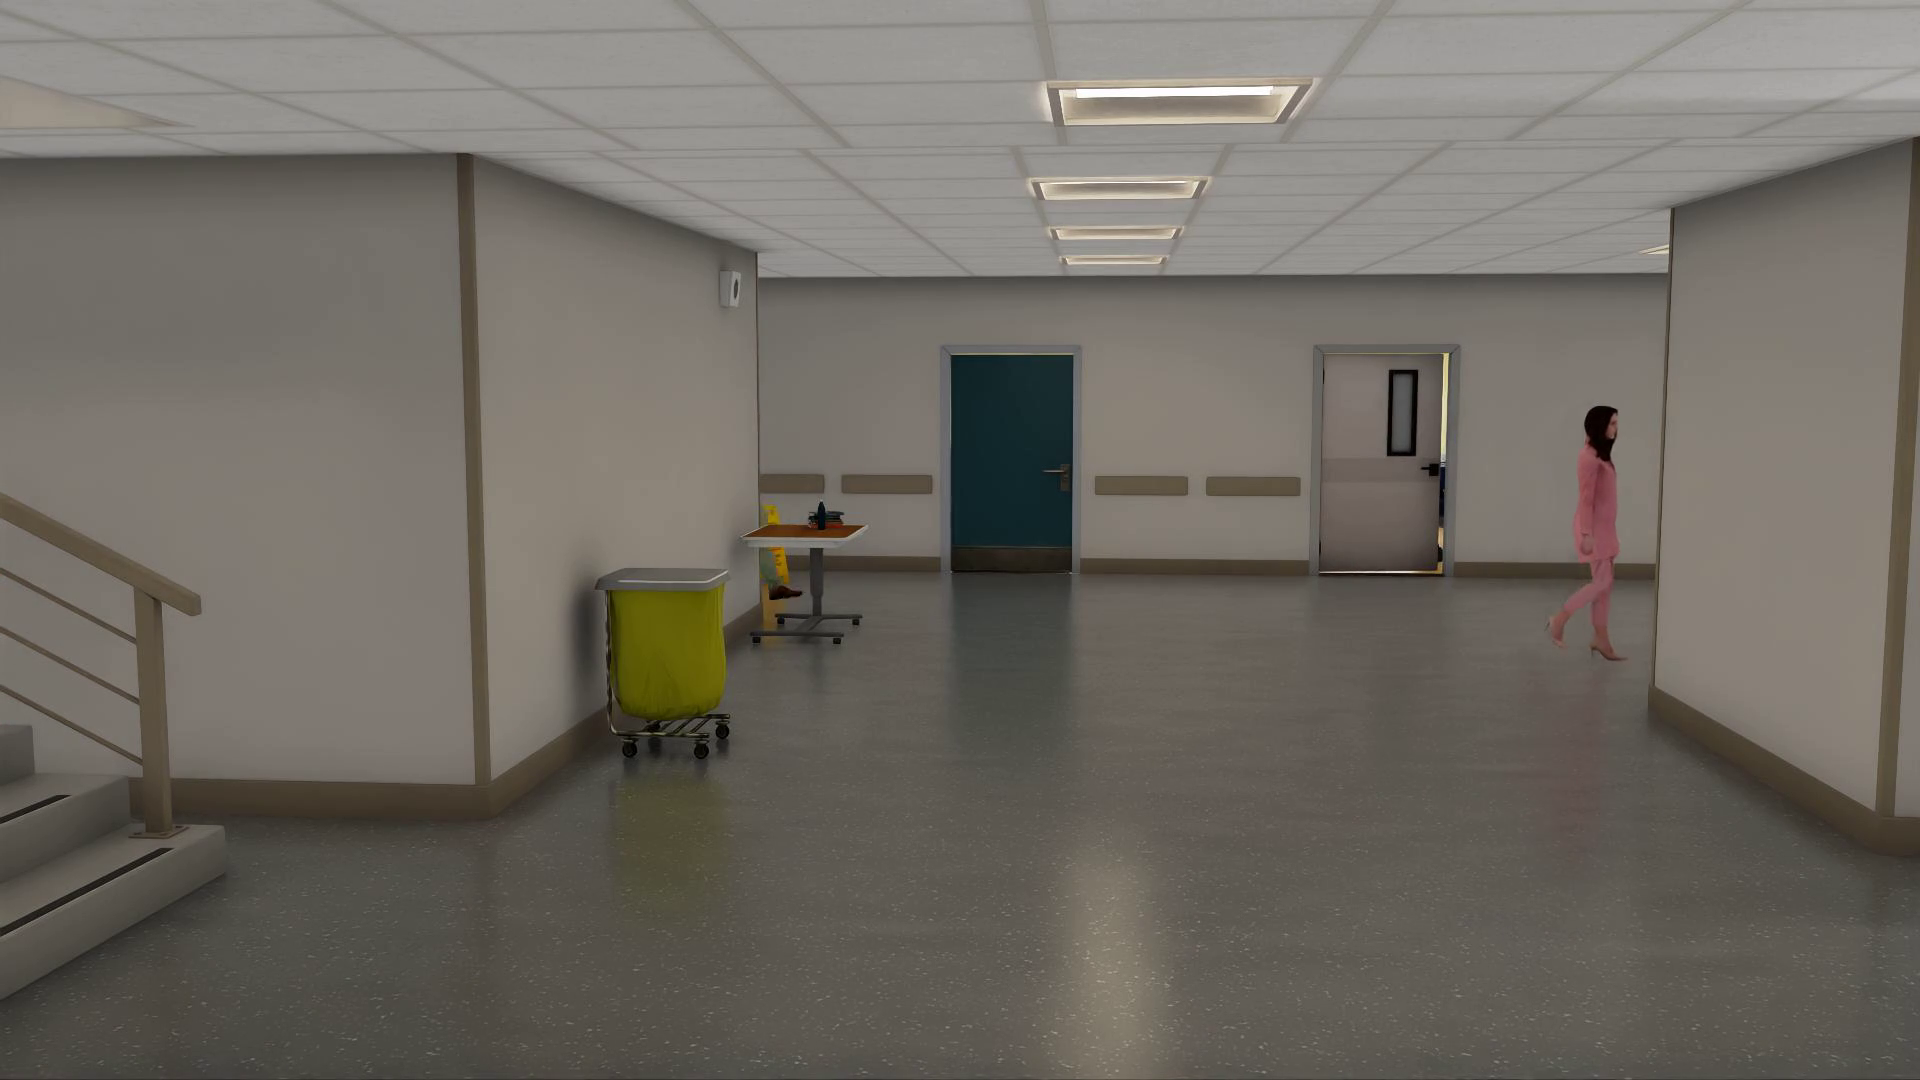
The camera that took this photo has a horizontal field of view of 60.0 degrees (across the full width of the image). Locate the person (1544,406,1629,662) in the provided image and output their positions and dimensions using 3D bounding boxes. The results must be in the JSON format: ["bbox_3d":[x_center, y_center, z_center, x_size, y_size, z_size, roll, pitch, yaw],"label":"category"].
[{"bbox_3d":[4.418,-0.043,11.719,0.901,1.795,0.791,3,7,28],"label":"person"}]
